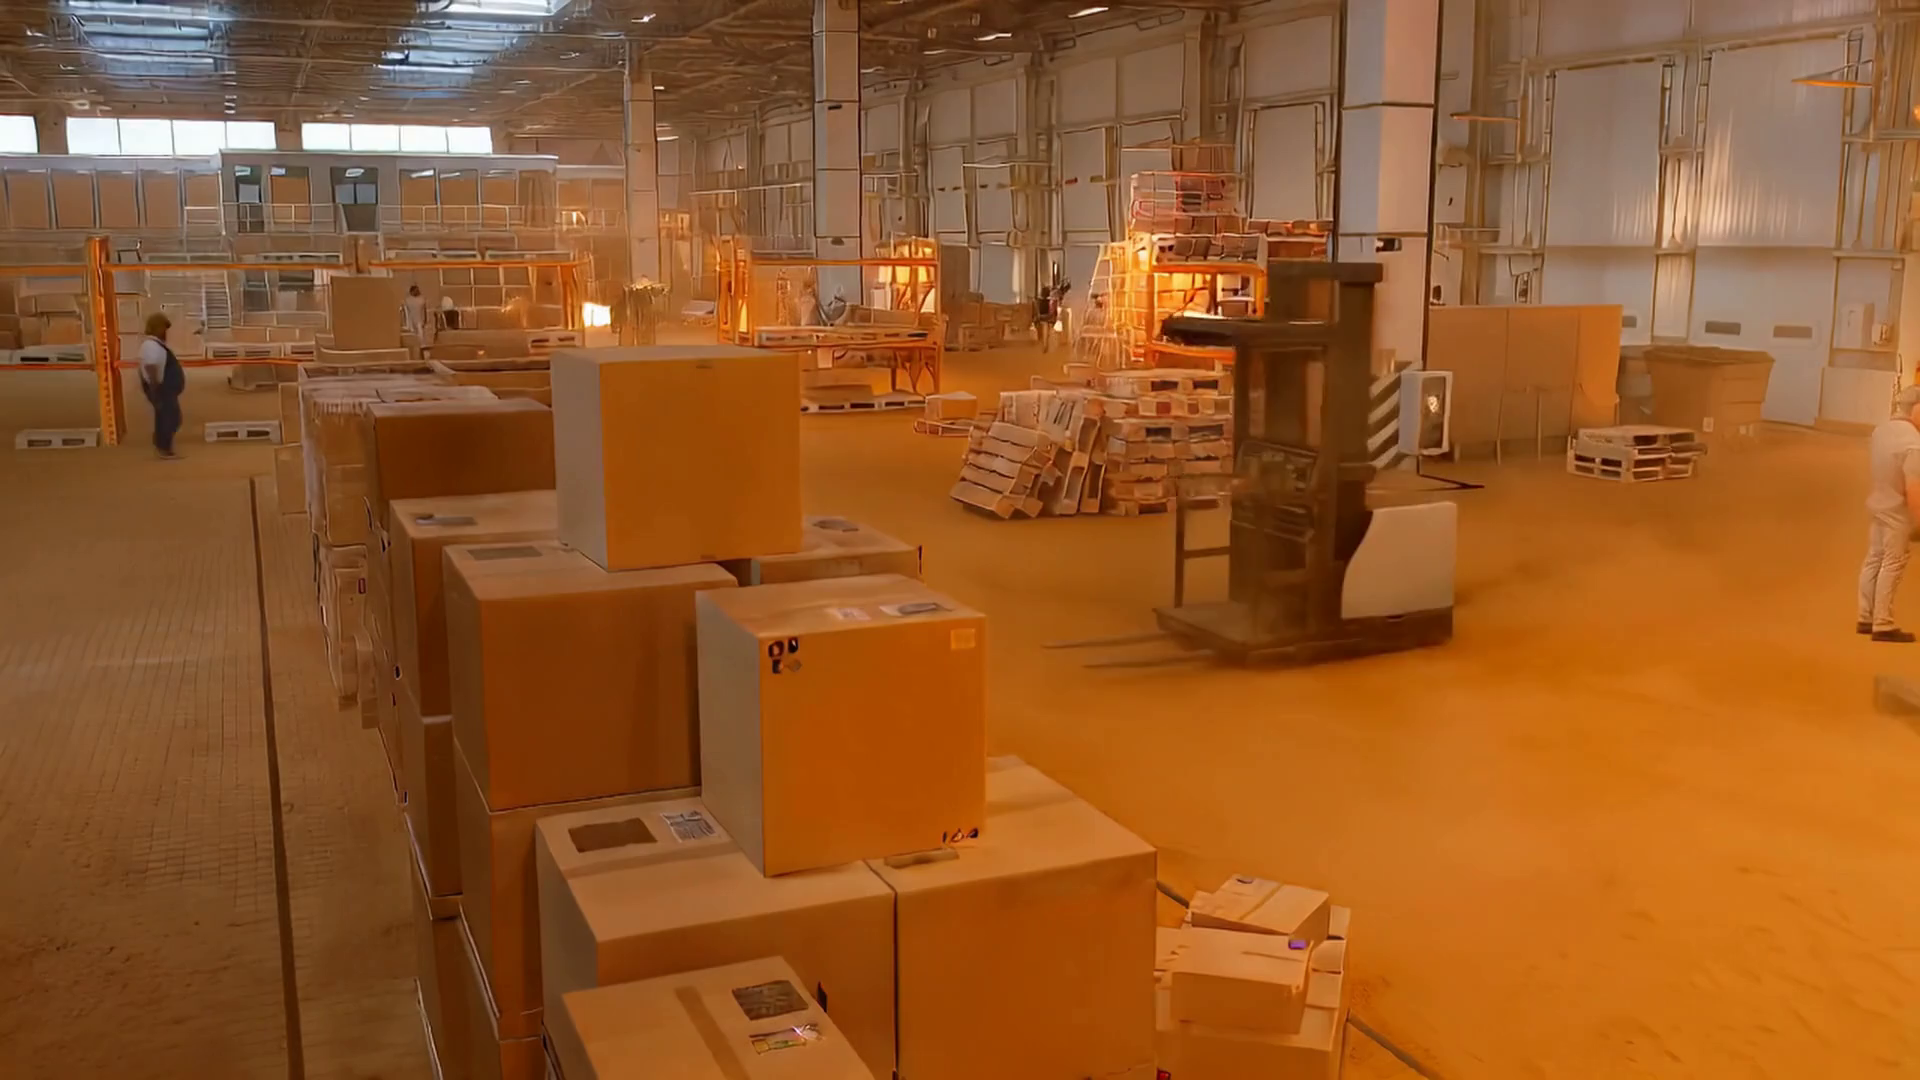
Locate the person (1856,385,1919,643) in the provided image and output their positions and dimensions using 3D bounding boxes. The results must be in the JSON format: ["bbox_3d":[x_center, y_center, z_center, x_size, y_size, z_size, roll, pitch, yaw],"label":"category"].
[{"bbox_3d":[6.967,-0.193,12.384,0.384,1.930,0.634,0,10,0],"label":"person"}]

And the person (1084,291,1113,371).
[{"bbox_3d":[2.876,-4.205,34.510,0.603,1.915,0.512,4,11,20],"label":"person"}]

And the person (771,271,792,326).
[{"bbox_3d":[-6.148,-8.306,57.172,0.709,1.885,0.900,0,10,1],"label":"person"}]

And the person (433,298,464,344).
[{"bbox_3d":[-10.100,-3.850,32.794,0.972,1.828,0.603,10,14,44],"label":"person"}]

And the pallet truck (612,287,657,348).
[{"bbox_3d":[-6.464,-4.406,35.401,0.823,1.965,1.885,6,12,32],"label":"pallet truck"}]

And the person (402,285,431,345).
[{"bbox_3d":[-13.128,-5.215,40.211,0.637,1.877,1.036,-3,11,-17],"label":"person"}]

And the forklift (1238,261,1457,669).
[{"bbox_3d":[2.606,-0.620,12.101,1.873,2.768,1.129,-5,11,-24],"label":"forklift"}]

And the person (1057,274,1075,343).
[{"bbox_3d":[3.064,-6.688,48.013,0.391,1.986,0.609,-6,12,-29],"label":"person"}]

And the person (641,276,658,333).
[{"bbox_3d":[-9.795,-7.420,52.516,0.680,1.819,0.441,7,13,35],"label":"person"}]

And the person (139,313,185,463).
[{"bbox_3d":[-10.599,-2.021,22.142,0.537,2.000,0.699,-3,11,-17],"label":"person"}]

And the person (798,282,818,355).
[{"bbox_3d":[-3.874,-5.726,43.044,0.613,1.880,0.771,1,10,6],"label":"person"}]

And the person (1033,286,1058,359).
[{"bbox_3d":[2.158,-5.485,41.843,0.637,1.826,0.739,2,11,13],"label":"person"}]
